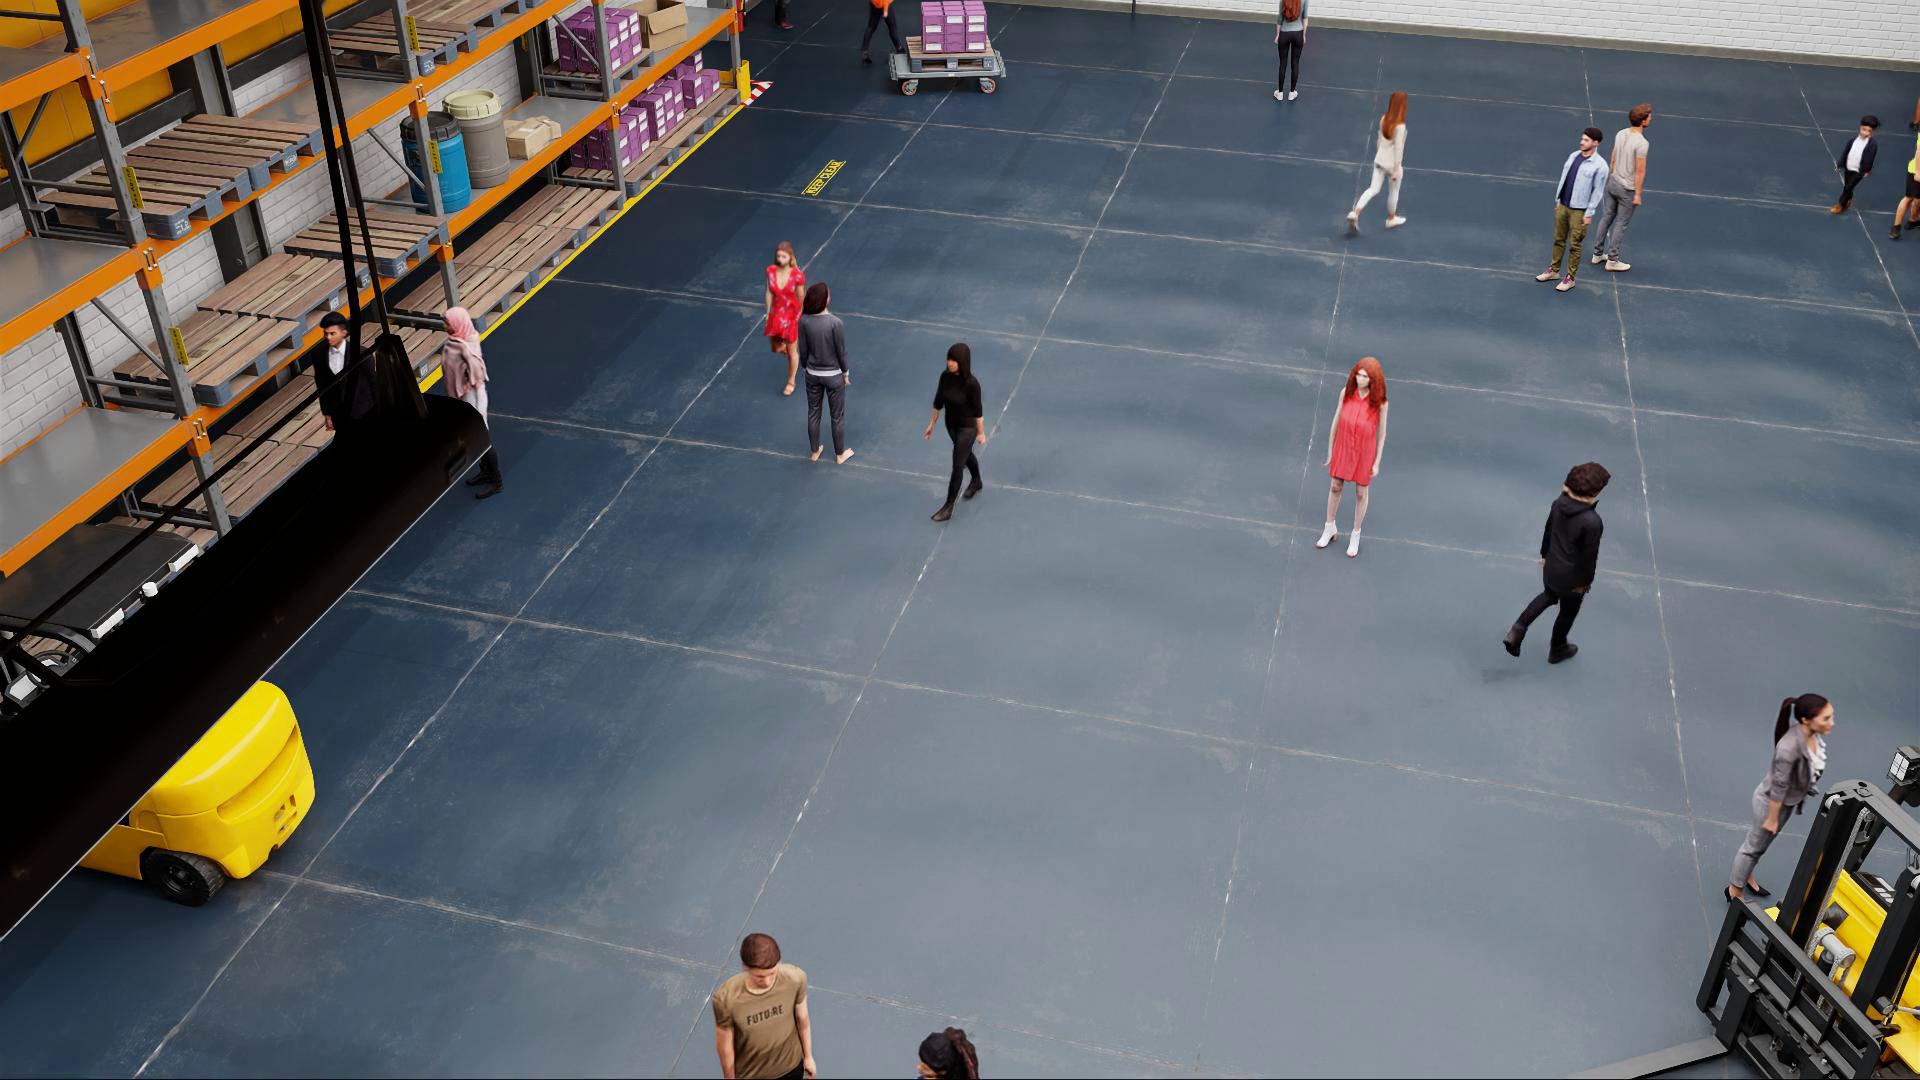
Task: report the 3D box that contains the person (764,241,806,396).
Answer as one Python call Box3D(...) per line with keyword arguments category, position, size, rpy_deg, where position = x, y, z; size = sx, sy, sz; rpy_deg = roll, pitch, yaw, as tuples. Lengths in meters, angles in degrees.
Box3D(category="person", position=(-1.666, -2.214, 16.268), size=(0.597, 1.584, 0.745), rpy_deg=(11, 35, 16))

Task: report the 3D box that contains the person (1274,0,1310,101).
Box3D(category="person", position=(4.669, -7.088, 23.458), size=(0.599, 1.743, 0.571), rpy_deg=(4, 34, 7))

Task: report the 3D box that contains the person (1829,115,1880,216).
Box3D(category="person", position=(10.884, -4.549, 20.120), size=(0.806, 1.208, 0.742), rpy_deg=(-19, 38, -26))

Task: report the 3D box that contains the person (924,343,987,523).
Box3D(category="person", position=(0.062, -1.003, 14.427), size=(0.865, 1.605, 1.112), rpy_deg=(26, 41, 33))

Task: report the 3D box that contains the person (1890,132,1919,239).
Box3D(category="person", position=(11.288, -4.369, 19.424), size=(0.874, 1.679, 0.854), rpy_deg=(-18, 38, -25))

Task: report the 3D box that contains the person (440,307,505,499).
Box3D(category="person", position=(-4.275, -1.211, 14.561), size=(0.791, 1.803, 0.733), rpy_deg=(-18, 38, -25))

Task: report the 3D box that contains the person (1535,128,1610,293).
Box3D(category="person", position=(6.740, -3.636, 18.202), size=(0.809, 1.811, 0.737), rpy_deg=(-16, 37, -22))

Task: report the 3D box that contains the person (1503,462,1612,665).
Box3D(category="person", position=(4.492, 0.221, 12.442), size=(1.012, 1.764, 0.985), rpy_deg=(-14, 36, -20))

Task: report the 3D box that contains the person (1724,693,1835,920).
Box3D(category="person", position=(5.111, 1.630, 10.400), size=(0.775, 1.678, 0.673), rpy_deg=(27, 42, 34))

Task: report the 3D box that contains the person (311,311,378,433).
Box3D(category="person", position=(-5.224, -1.117, 14.347), size=(0.746, 1.883, 0.627), rpy_deg=(2, 34, 2))

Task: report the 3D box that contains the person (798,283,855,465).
Box3D(category="person", position=(-1.224, -1.507, 15.037), size=(0.600, 1.768, 0.506), rpy_deg=(9, 35, 13))

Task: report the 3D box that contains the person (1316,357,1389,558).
Box3D(category="person", position=(3.268, -0.696, 13.766), size=(0.650, 1.826, 0.615), rpy_deg=(19, 38, 26))

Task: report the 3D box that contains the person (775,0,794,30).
Box3D(category="person", position=(-2.829, -9.015, 26.336), size=(0.977, 1.765, 0.707), rpy_deg=(-9, 35, -13))

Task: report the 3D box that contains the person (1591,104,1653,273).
Box3D(category="person", position=(7.424, -3.952, 18.599), size=(0.807, 1.899, 0.706), rpy_deg=(-12, 35, -17))

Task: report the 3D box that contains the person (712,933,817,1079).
Box3D(category="person", position=(-1.005, 2.704, 8.629), size=(0.746, 1.850, 0.784), rpy_deg=(-14, 36, -20))

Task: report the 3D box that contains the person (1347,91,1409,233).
Box3D(category="person", position=(4.930, -4.385, 19.443), size=(1.129, 1.684, 1.082), rpy_deg=(-17, 37, -24))

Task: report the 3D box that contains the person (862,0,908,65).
Box3D(category="person", position=(-1.228, -7.871, 24.679), size=(1.224, 1.694, 1.140), rpy_deg=(-22, 40, -30))

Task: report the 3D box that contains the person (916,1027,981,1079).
Box3D(category="person", position=(-0.044, 3.018, 8.368), size=(0.756, 1.616, 0.626), rpy_deg=(-4, 34, -6))
